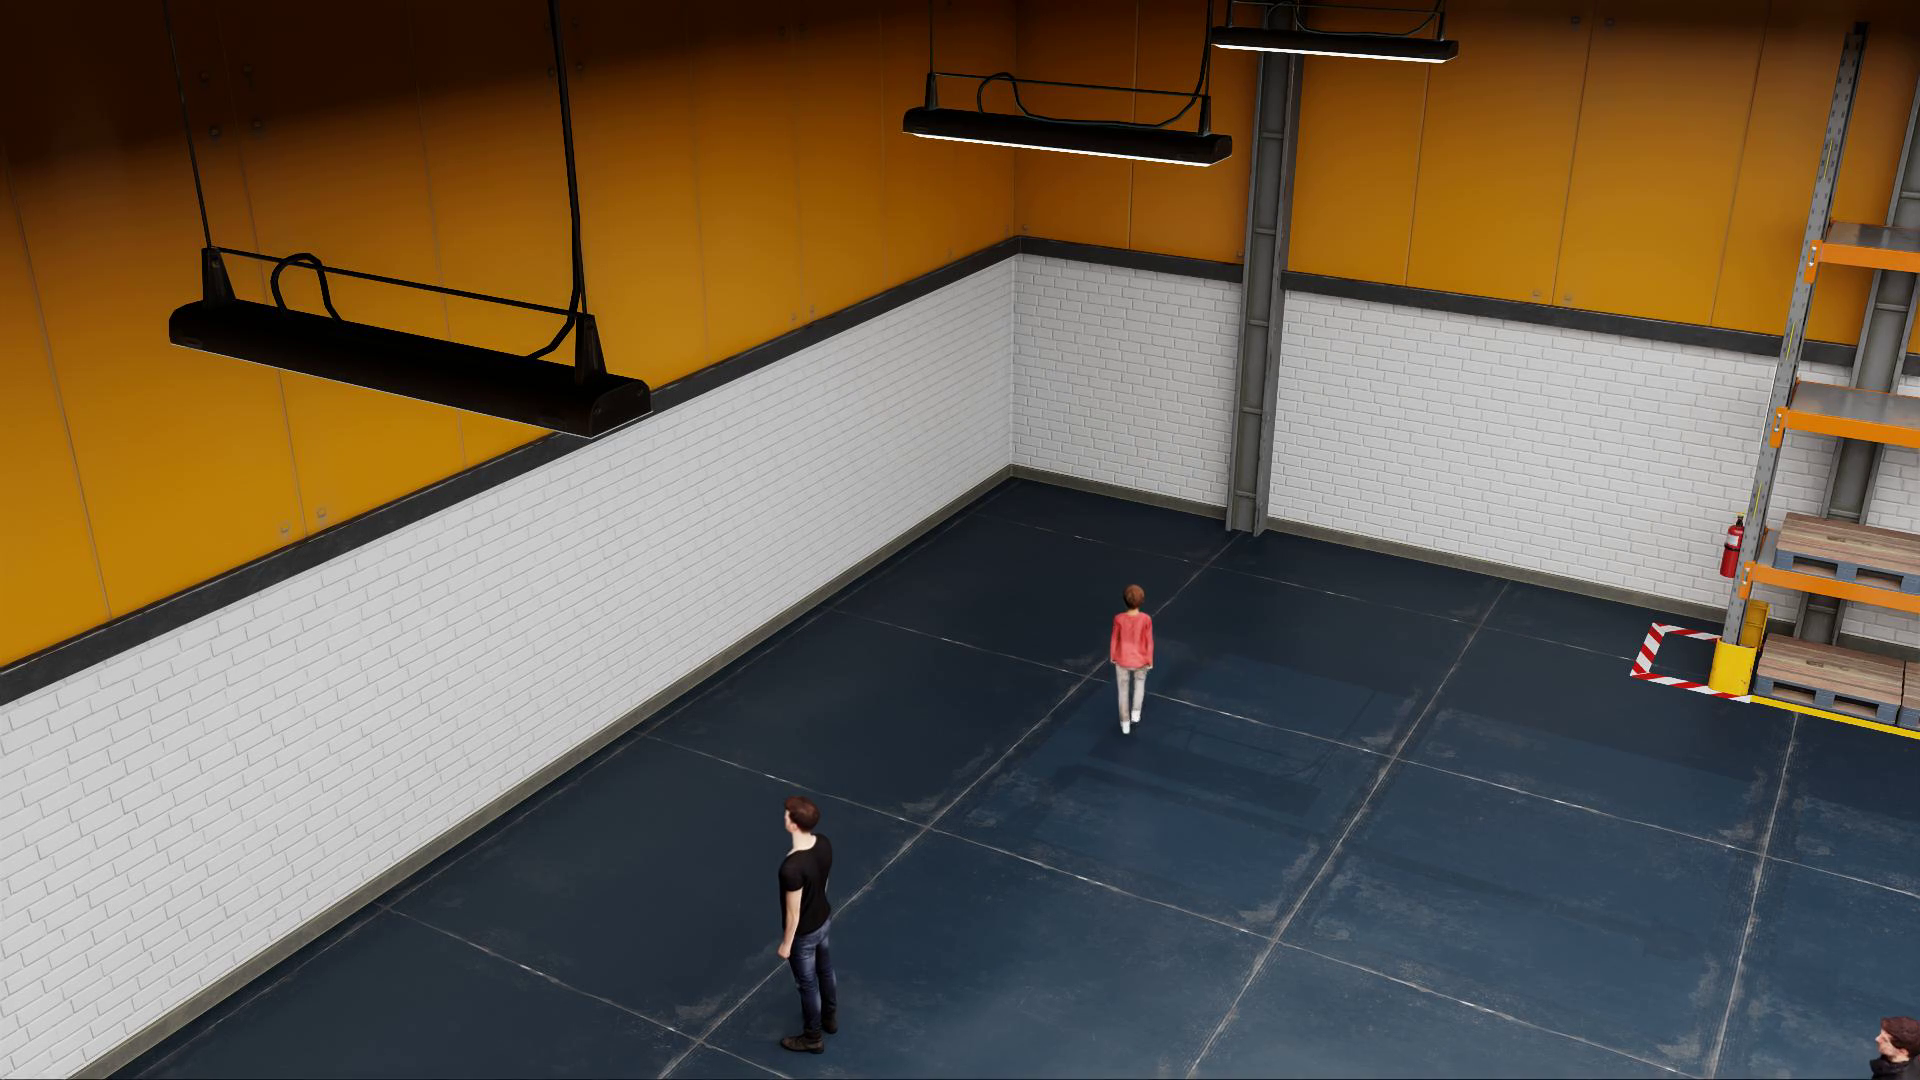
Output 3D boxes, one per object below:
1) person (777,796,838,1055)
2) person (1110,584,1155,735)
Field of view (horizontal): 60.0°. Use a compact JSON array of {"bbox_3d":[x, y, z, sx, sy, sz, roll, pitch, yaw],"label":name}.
[{"bbox_3d":[-0.993,2.519,10.926,0.582,1.896,0.688,11,26,23],"label":"person"},{"bbox_3d":[1.531,1.084,14.817,0.664,1.409,0.718,2,24,3],"label":"person"}]
